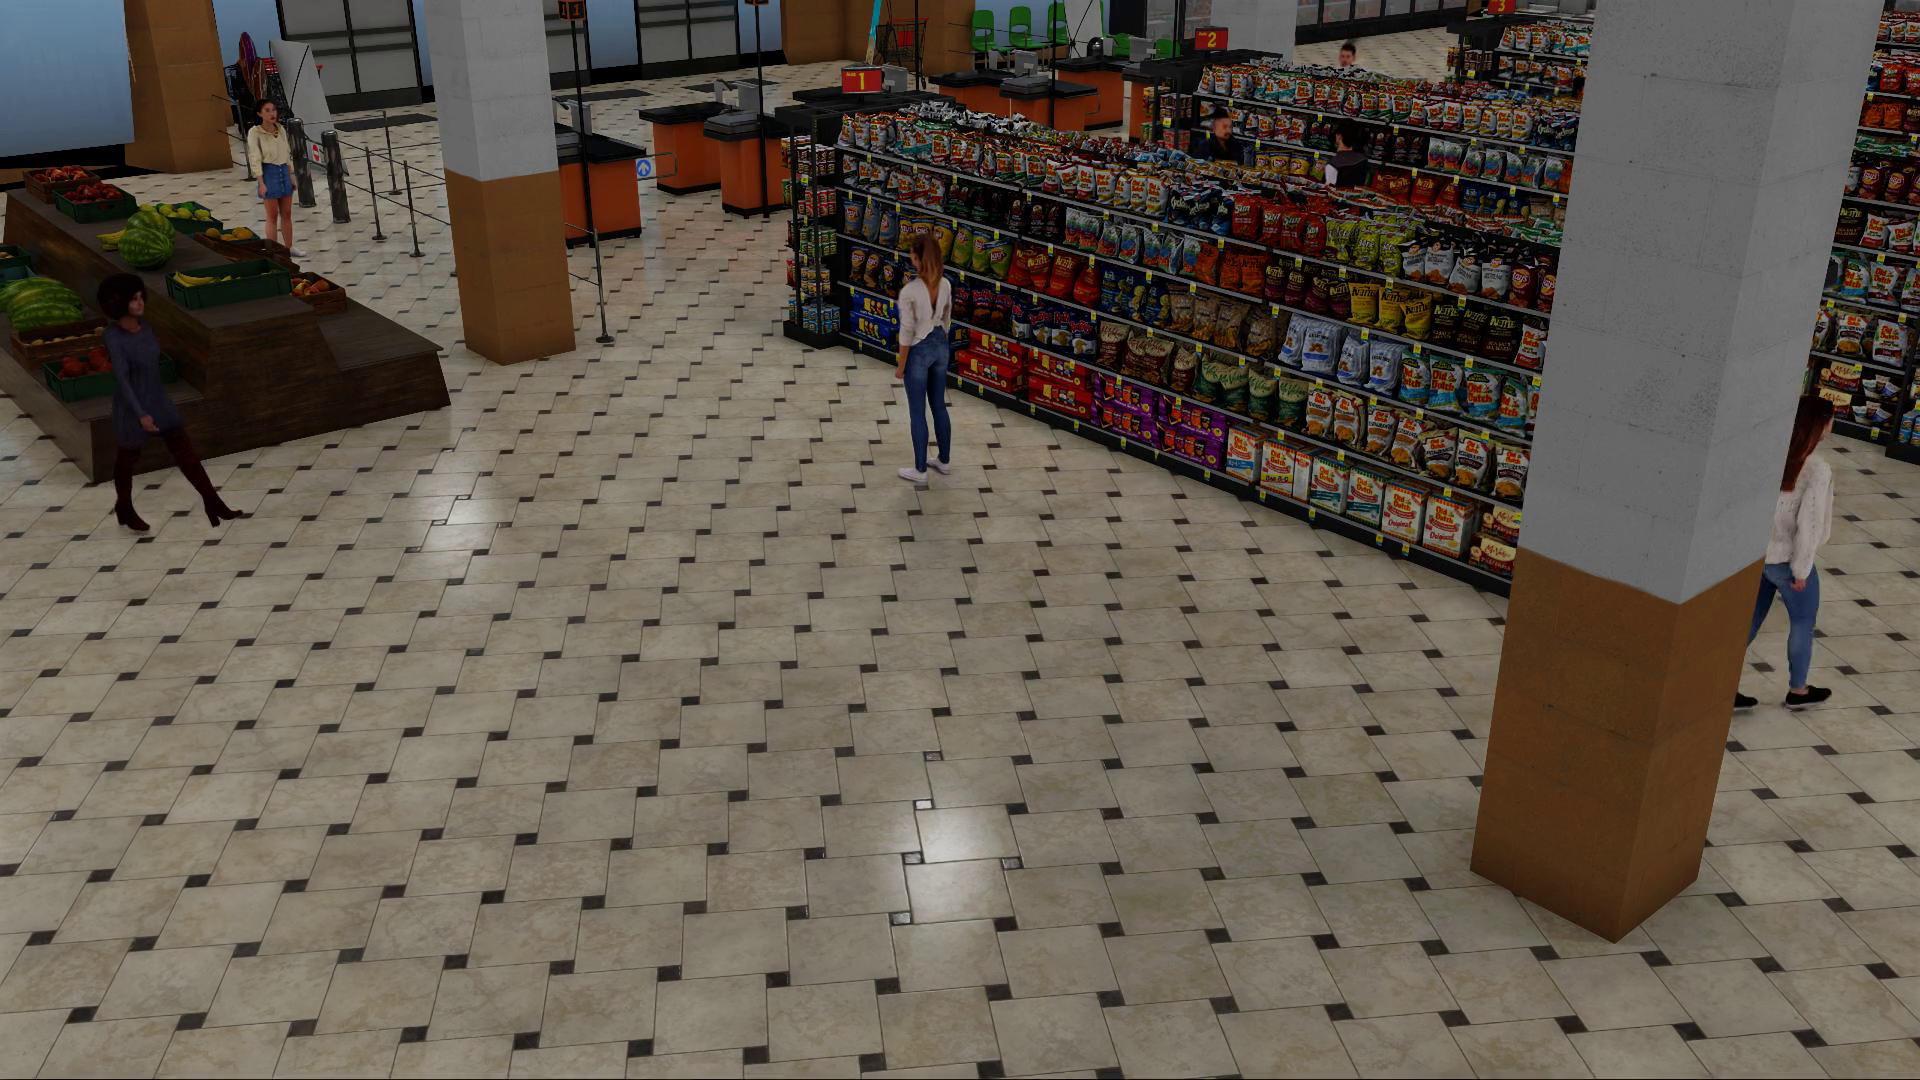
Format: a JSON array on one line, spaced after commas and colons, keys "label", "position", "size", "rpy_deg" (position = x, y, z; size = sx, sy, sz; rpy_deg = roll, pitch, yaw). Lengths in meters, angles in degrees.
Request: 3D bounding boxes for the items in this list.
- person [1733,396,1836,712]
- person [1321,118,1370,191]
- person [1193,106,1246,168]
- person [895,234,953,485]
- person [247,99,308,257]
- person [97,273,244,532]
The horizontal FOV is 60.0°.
[{"label": "person", "position": [4.020, 0.116, 8.329], "size": [0.894, 1.662, 0.914], "rpy_deg": [-5, 24, -12]}, {"label": "person", "position": [3.382, -2.811, 14.786], "size": [0.662, 1.848, 0.579], "rpy_deg": [-16, 28, -32]}, {"label": "person", "position": [2.334, -3.064, 15.396], "size": [1.004, 1.824, 1.248], "rpy_deg": [-9, 25, -19]}, {"label": "person", "position": [-0.231, -1.242, 11.361], "size": [0.614, 1.720, 0.532], "rpy_deg": [-21, 31, -39]}, {"label": "person", "position": [-7.048, -3.703, 17.095], "size": [0.684, 1.631, 0.711], "rpy_deg": [13, 27, 26]}, {"label": "person", "position": [-5.215, -0.811, 10.434], "size": [1.150, 1.673, 0.980], "rpy_deg": [6, 24, 14]}]
